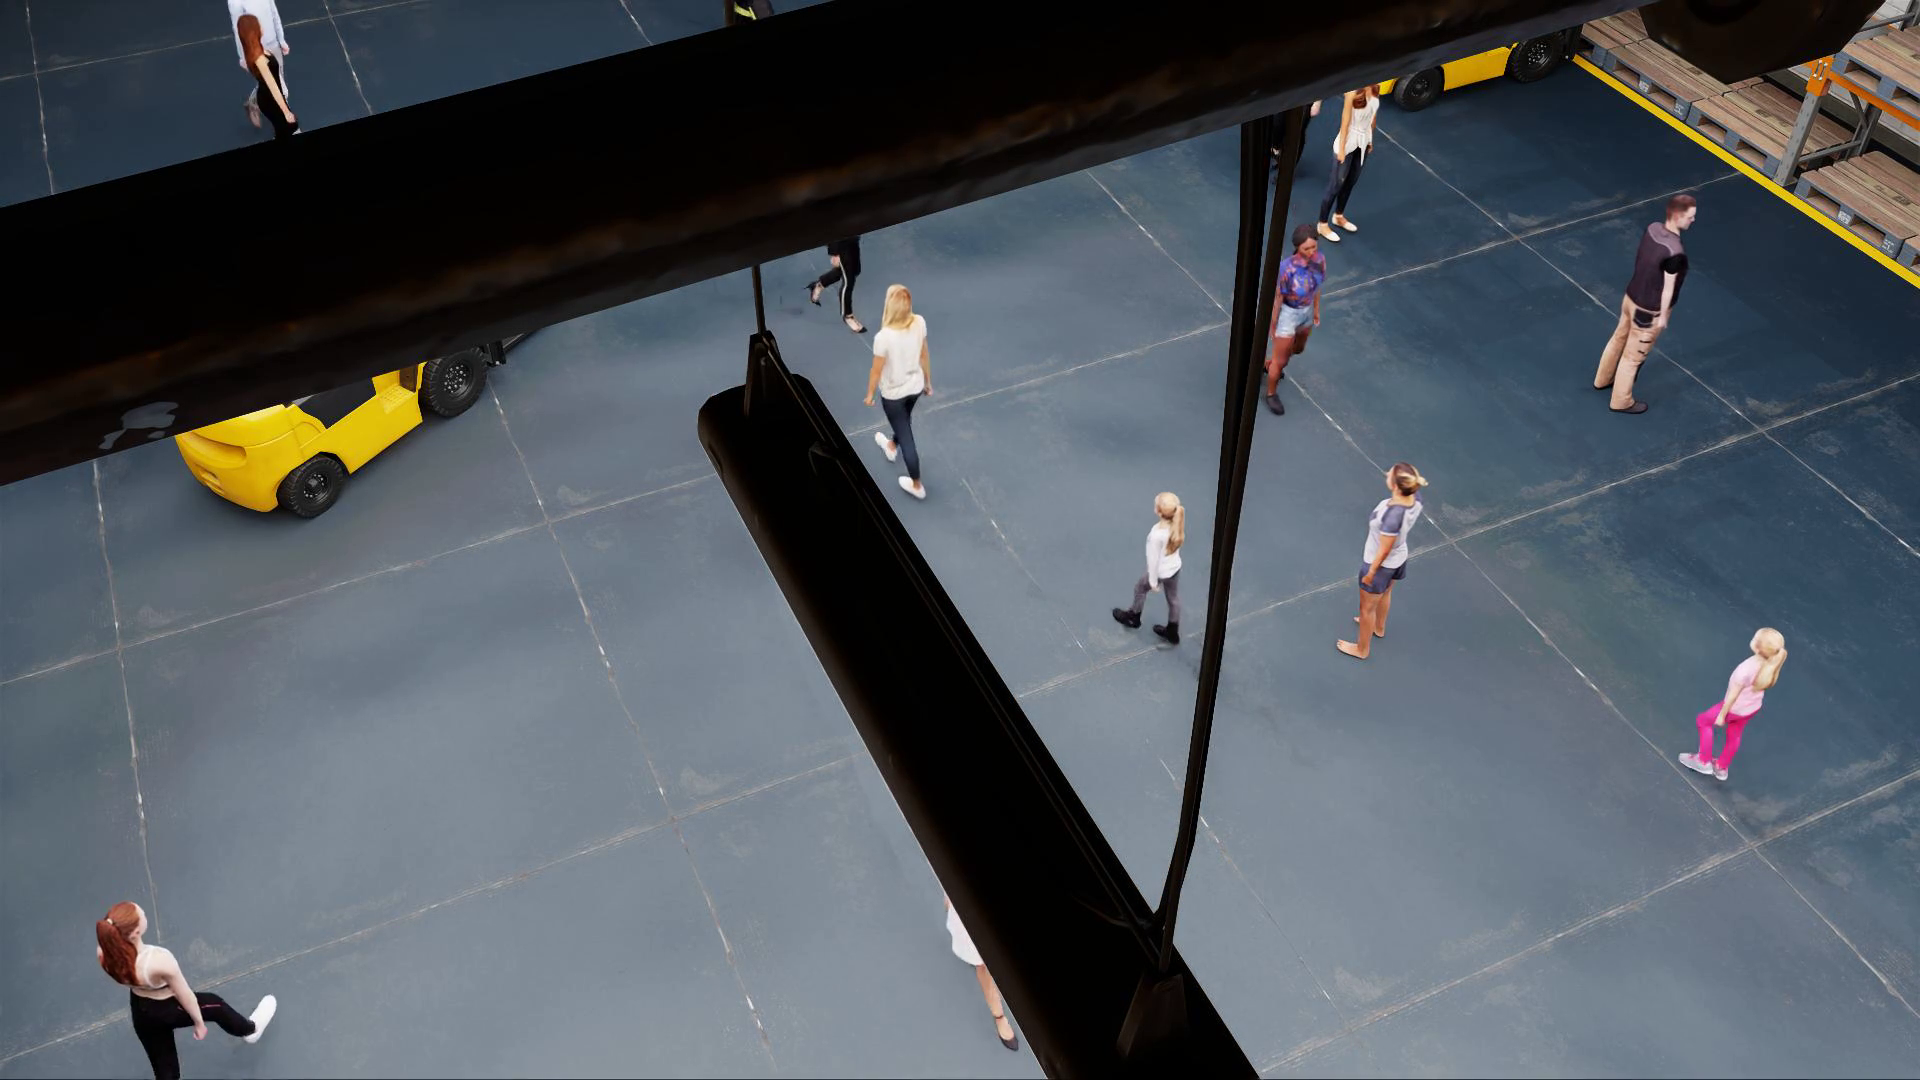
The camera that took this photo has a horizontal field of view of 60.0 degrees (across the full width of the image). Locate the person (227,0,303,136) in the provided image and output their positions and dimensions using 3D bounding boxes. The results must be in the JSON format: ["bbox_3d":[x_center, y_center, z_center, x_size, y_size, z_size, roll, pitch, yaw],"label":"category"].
[{"bbox_3d":[-6.664,-4.633,15.724,1.176,1.858,1.134,17,46,17],"label":"person"}]

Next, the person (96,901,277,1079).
[{"bbox_3d":[-4.045,2.469,8.392,1.043,1.688,1.234,7,44,8],"label":"person"}]

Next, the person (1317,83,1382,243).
[{"bbox_3d":[3.415,-3.464,14.552,0.626,1.782,0.598,-30,51,-27],"label":"person"}]

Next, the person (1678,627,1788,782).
[{"bbox_3d":[4.829,1.044,10.196,0.486,1.265,0.500,-18,46,-18],"label":"person"}]

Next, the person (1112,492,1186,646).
[{"bbox_3d":[1.401,0.220,11.062,0.613,1.263,0.787,-31,52,-28],"label":"person"}]

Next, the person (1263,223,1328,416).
[{"bbox_3d":[2.521,-1.720,12.763,0.713,1.725,0.818,-28,50,-26],"label":"person"}]

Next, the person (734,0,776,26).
[{"bbox_3d":[-2.195,-6.005,17.111,1.387,1.932,1.072,34,53,31],"label":"person"}]

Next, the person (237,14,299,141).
[{"bbox_3d":[-6.313,-3.929,15.089,0.646,1.715,0.683,-21,47,-20],"label":"person"}]

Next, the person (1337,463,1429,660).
[{"bbox_3d":[2.785,0.124,10.900,0.683,1.625,0.668,28,50,26],"label":"person"}]

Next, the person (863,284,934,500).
[{"bbox_3d":[-0.352,-1.020,11.982,0.792,1.788,1.025,-31,52,-28],"label":"person"}]

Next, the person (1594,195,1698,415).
[{"bbox_3d":[5.278,-1.841,12.805,0.820,1.841,0.657,-3,44,-4],"label":"person"}]
